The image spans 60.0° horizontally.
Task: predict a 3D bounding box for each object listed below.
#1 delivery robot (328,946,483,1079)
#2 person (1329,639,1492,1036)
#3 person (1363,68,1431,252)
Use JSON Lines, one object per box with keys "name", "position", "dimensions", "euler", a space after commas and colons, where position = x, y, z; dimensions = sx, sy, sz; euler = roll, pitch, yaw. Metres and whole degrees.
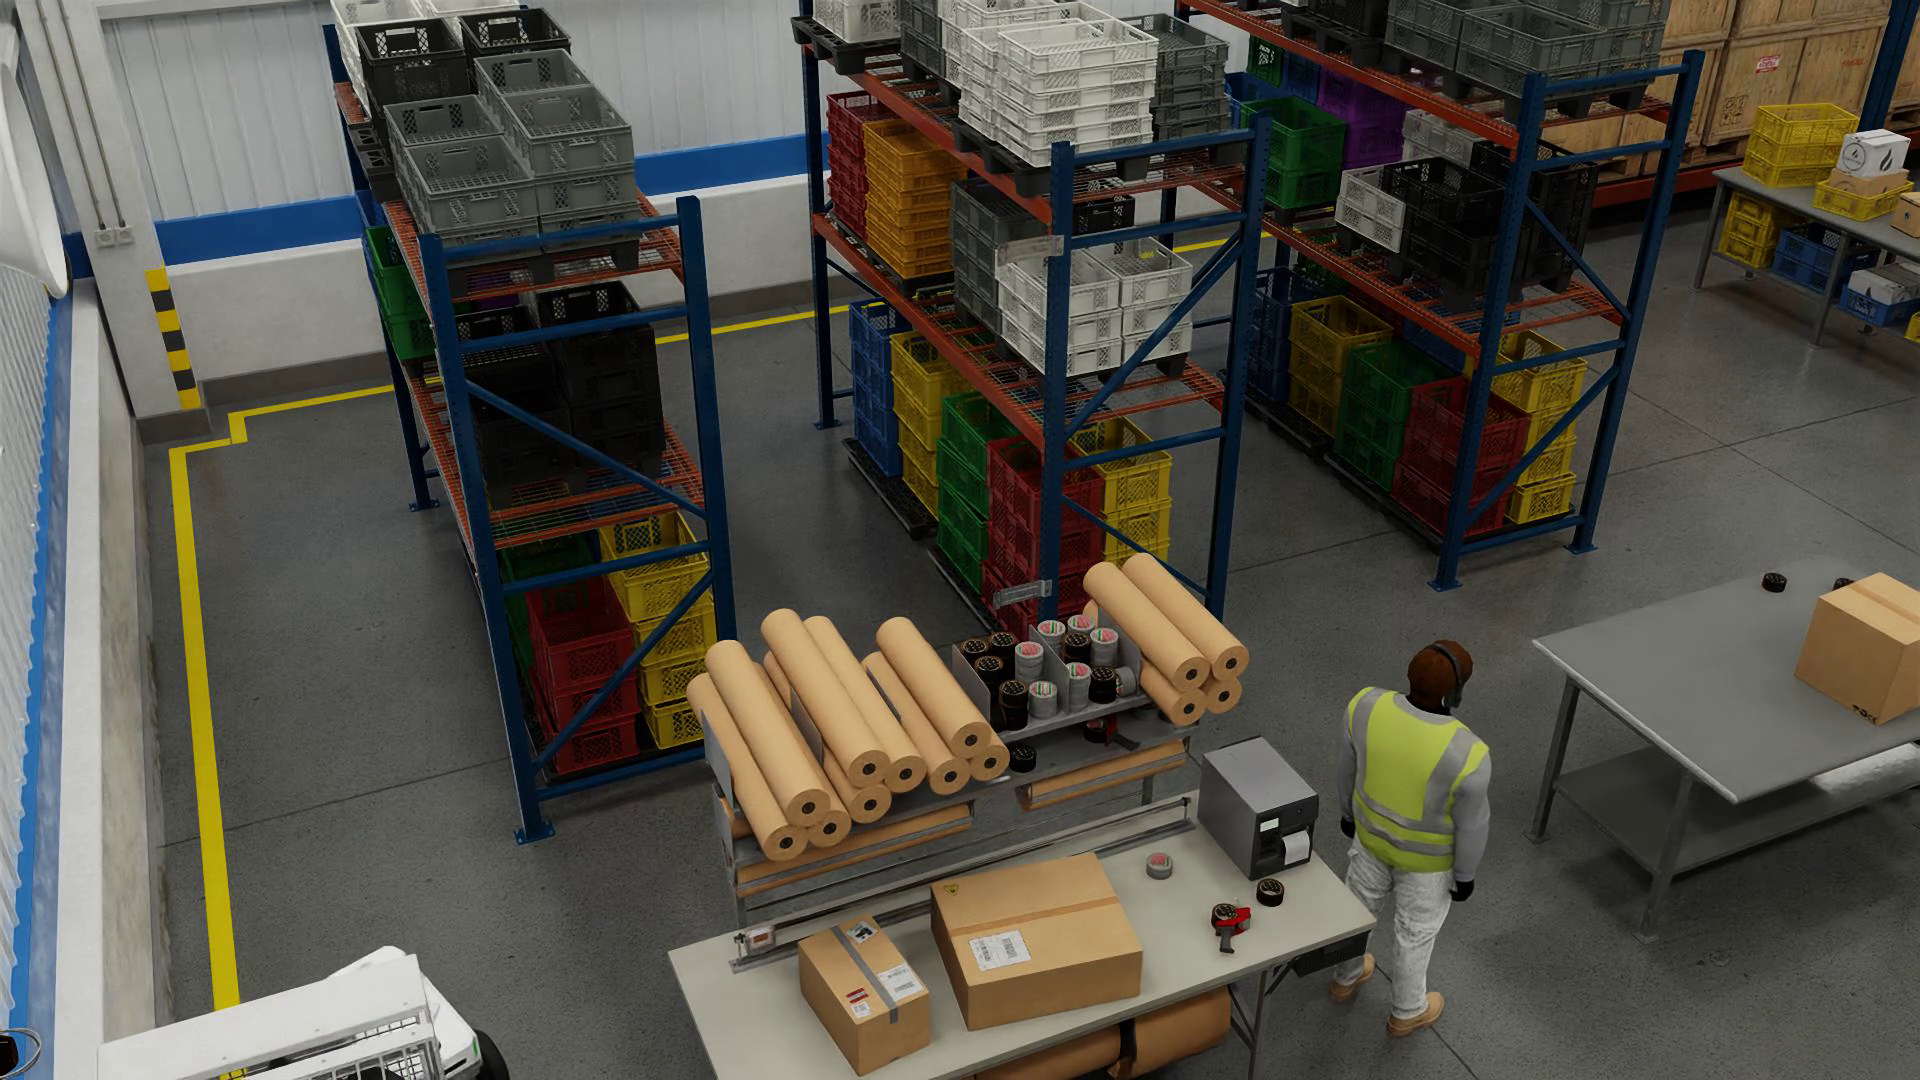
{"name": "delivery robot", "position": [-2.181, 1.900, 6.503], "dimensions": [0.477, 0.478, 0.707], "euler": [-26, 40, -35]}
{"name": "person", "position": [1.772, 1.171, 6.556], "dimensions": [0.429, 1.843, 0.633], "euler": [-27, 41, -37]}
{"name": "person", "position": [3.581, -3.329, 13.838], "dimensions": [0.582, 1.873, 0.463], "euler": [-20, 37, -29]}
